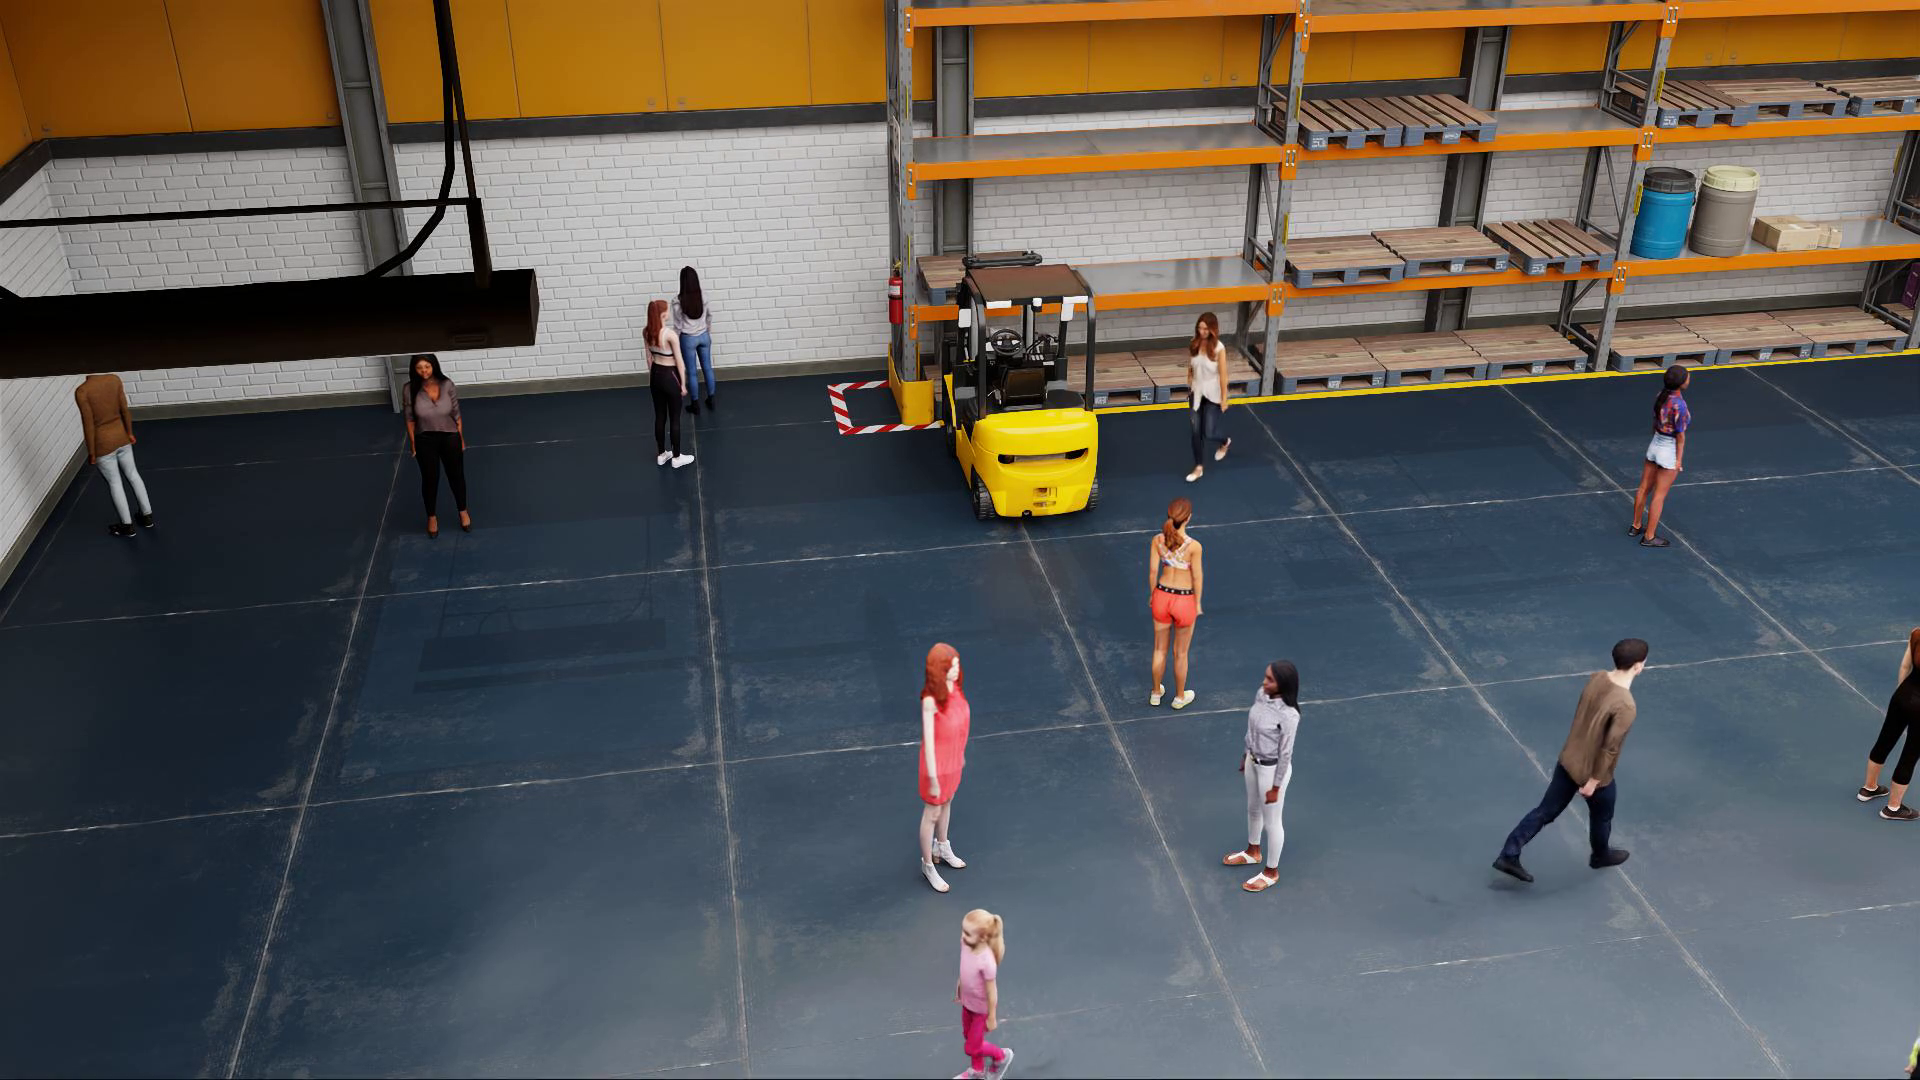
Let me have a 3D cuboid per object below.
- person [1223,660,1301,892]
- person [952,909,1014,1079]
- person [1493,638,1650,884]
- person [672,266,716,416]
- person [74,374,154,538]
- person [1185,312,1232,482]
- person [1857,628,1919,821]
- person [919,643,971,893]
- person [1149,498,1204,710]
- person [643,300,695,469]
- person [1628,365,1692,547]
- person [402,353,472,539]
[{"bbox_3d":[2.024,1.519,10.951,0.577,1.725,0.625,-10,30,-17],"label":"person"},{"bbox_3d":[0.151,2.601,9.449,0.663,1.264,0.584,-15,32,-25],"label":"person"},{"bbox_3d":[4.011,1.513,10.864,1.262,1.819,0.717,-6,29,-11],"label":"person"},{"bbox_3d":[-2.823,-2.137,17.748,0.607,1.633,0.736,-20,34,-32],"label":"person"},{"bbox_3d":[-7.817,-0.906,15.301,0.752,1.816,0.725,14,32,24],"label":"person"},{"bbox_3d":[2.473,-1.444,16.350,0.885,1.756,0.982,24,37,37],"label":"person"},{"bbox_3d":[6.664,1.158,11.612,0.519,1.726,0.572,-7,29,-13],"label":"person"},{"bbox_3d":[-0.125,1.469,10.936,0.700,1.827,0.671,14,32,24],"label":"person"},{"bbox_3d":[1.642,0.490,12.767,0.663,1.792,0.743,13,31,22],"label":"person"},{"bbox_3d":[-2.942,-1.568,16.592,0.644,1.741,0.718,16,32,26],"label":"person"},{"bbox_3d":[6.402,-0.781,15.149,0.521,1.742,0.592,-6,29,-11],"label":"person"},{"bbox_3d":[-4.793,-0.896,15.259,0.616,1.840,0.769,-12,31,-21],"label":"person"}]
